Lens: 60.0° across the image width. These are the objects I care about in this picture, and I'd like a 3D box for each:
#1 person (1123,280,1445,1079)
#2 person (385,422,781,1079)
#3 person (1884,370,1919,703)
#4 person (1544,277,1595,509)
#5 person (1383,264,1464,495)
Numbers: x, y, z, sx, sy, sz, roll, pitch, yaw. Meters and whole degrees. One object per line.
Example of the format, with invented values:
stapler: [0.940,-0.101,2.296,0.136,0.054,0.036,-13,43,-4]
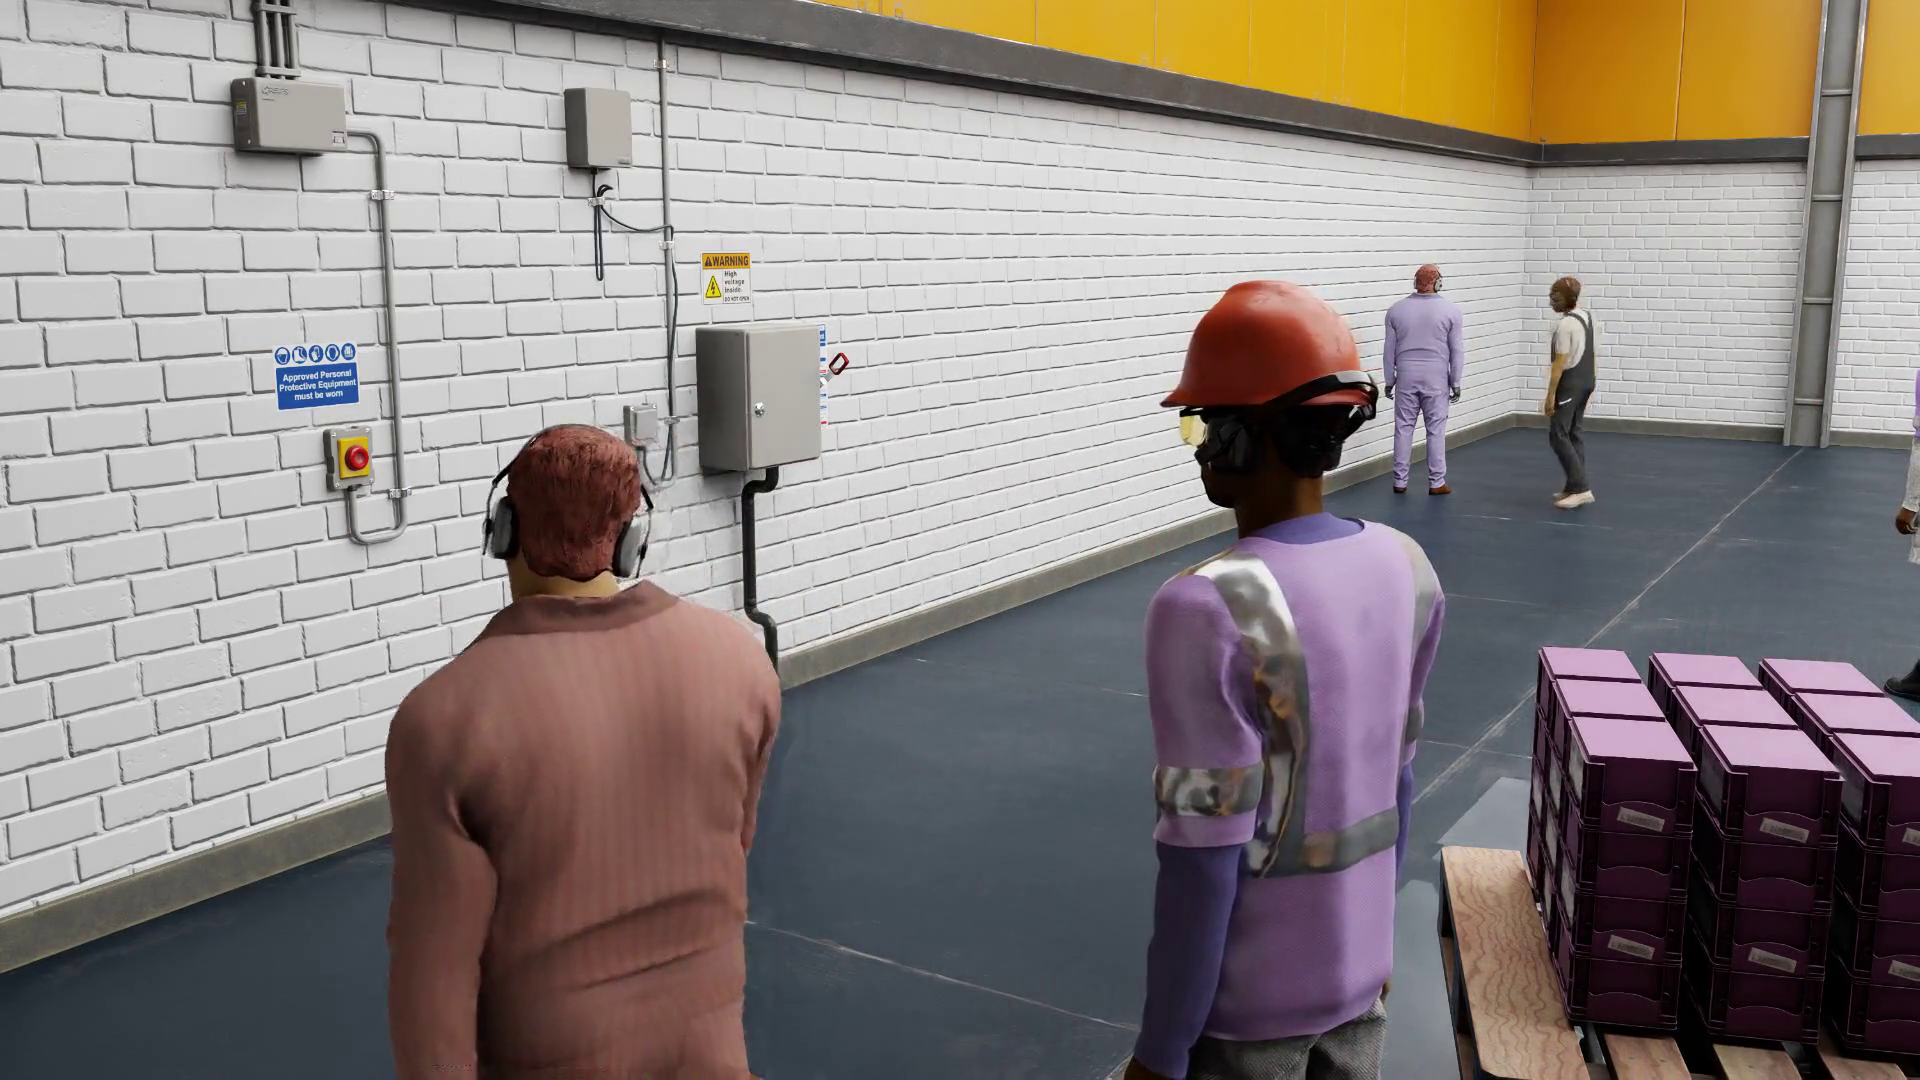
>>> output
person: [0.450,0.638,2.527,0.613,2.041,0.393,-10,14,-44]
person: [-0.548,0.749,2.508,0.638,1.842,1.072,-8,13,-36]
person: [4.516,-0.209,7.536,0.542,1.929,0.368,-1,10,-6]
person: [4.859,-1.153,13.122,0.429,1.818,0.601,9,14,42]
person: [3.838,-1.324,13.778,0.646,1.907,0.401,5,12,27]
